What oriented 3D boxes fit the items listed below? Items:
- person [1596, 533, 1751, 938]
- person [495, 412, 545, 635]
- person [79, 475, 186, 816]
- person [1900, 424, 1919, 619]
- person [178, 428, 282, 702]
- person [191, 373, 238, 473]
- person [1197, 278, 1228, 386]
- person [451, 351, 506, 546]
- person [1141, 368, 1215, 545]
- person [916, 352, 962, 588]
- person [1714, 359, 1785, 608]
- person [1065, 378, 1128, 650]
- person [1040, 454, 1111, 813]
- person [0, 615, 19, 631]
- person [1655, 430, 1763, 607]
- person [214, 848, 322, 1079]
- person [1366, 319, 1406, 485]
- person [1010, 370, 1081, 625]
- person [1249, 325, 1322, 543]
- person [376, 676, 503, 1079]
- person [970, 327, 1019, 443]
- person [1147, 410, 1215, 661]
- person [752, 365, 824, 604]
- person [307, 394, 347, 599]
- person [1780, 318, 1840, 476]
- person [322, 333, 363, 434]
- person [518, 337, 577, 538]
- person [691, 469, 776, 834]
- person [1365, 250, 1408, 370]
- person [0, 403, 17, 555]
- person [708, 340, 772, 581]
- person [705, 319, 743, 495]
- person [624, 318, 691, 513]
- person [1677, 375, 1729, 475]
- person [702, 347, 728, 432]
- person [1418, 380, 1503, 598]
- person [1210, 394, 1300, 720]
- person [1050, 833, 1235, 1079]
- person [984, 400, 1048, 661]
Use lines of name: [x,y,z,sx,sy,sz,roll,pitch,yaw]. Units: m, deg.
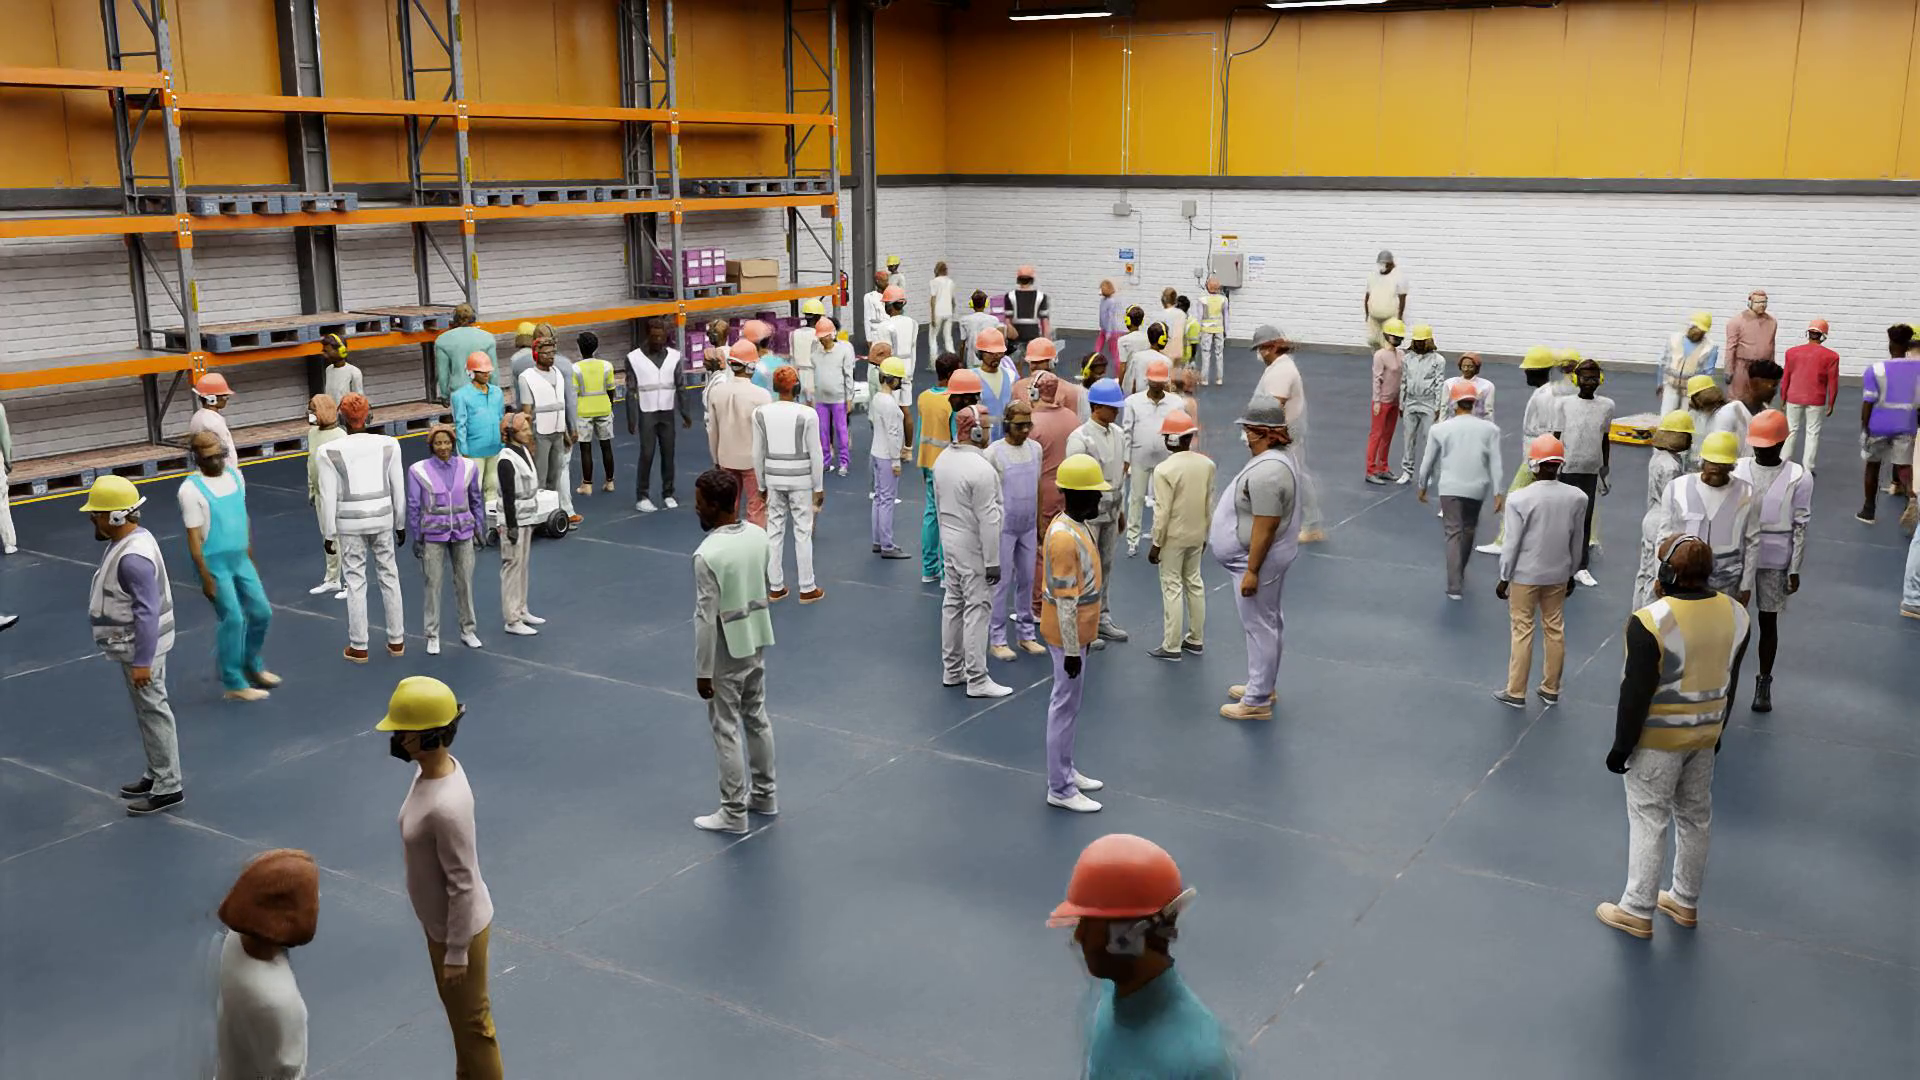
person: [3.168,0.874,7.452,0.621,1.845,0.429,-5,14,-20]
person: [-3.253,-0.129,12.242,0.312,1.640,0.515,0,13,0]
person: [-4.396,0.554,8.857,0.403,1.830,0.598,-7,15,-29]
person: [7.424,-0.395,12.617,0.384,1.993,0.623,8,15,31]
person: [-4.666,0.168,10.598,0.362,1.814,0.604,4,14,17]
person: [-6.022,-0.485,13.540,0.336,1.749,0.575,-10,17,-38]
person: [3.851,-3.173,25.450,0.523,1.638,0.310,-3,13,-14]
person: [-4.313,-0.837,15.063,0.324,1.752,0.562,8,15,31]
person: [2.055,-0.753,15.031,0.777,1.609,0.511,4,14,17]
person: [-0.136,-0.569,13.545,0.373,1.916,0.596,-9,16,-35]
person: [6.107,-0.421,12.848,0.639,1.939,0.587,-7,14,-26]
person: [0.985,-0.190,11.856,0.417,1.940,0.607,11,17,39]
person: [0.616,0.488,8.937,0.363,1.928,0.587,2,13,7]
person: [-7.388,-0.128,11.797,1.052,1.838,0.651,-2,13,-7]
person: [4.639,0.212,10.362,0.592,1.825,0.403,5,14,22]
person: [-1.919,1.629,4.673,0.347,1.611,0.522,-7,15,-28]
person: [4.606,-1.483,17.842,0.529,1.765,0.327,-12,18,-42]
person: [0.611,-0.319,12.483,0.407,1.910,0.639,11,17,41]
person: [2.882,-1.000,15.145,0.981,2.000,0.833,1,13,6]
person: [-1.772,1.315,5.703,0.326,1.769,0.524,-6,14,-24]
person: [0.266,-0.804,14.285,0.616,2.041,0.381,-8,15,-31]
person: [1.511,-0.036,11.596,0.573,1.747,0.346,-11,17,-40]
person: [-1.332,-0.430,13.021,0.574,1.882,0.356,4,14,16]
person: [-5.002,-0.349,13.210,0.498,1.633,0.282,9,16,33]
person: [9.293,-1.555,18.217,0.573,1.738,0.352,9,16,35]
person: [-5.776,-1.008,15.571,0.508,1.865,0.329,8,15,31]
person: [-3.837,-0.960,15.394,0.379,1.844,0.570,6,14,24]
person: [-1.167,0.588,8.602,0.387,1.887,0.593,6,14,25]
person: [6.796,-3.654,26.657,0.687,2.000,0.582,9,16,35]
person: [-8.542,-0.649,14.500,0.514,1.641,0.308,-10,16,-36]
person: [-1.776,-0.648,13.717,0.613,1.994,0.395,7,14,26]
person: [-2.431,-1.336,17.027,0.344,1.847,0.504,6,14,24]
person: [-3.014,-1.247,16.524,0.600,1.904,0.496,-10,17,-38]
person: [6.232,-0.517,13.817,0.583,1.701,0.356,7,15,28]
person: [-2.370,-1.080,16.368,0.312,1.639,0.520,-3,13,-14]
person: [4.027,-0.431,13.424,0.597,1.694,0.906,0,13,2]
person: [1.830,0.097,10.386,0.537,2.000,0.679,4,14,19]
person: [0.446,1.644,3.869,0.428,1.960,0.704,-3,13,-13]
person: [0.376,-0.068,11.562,0.515,1.835,0.359,-9,16,-35]
